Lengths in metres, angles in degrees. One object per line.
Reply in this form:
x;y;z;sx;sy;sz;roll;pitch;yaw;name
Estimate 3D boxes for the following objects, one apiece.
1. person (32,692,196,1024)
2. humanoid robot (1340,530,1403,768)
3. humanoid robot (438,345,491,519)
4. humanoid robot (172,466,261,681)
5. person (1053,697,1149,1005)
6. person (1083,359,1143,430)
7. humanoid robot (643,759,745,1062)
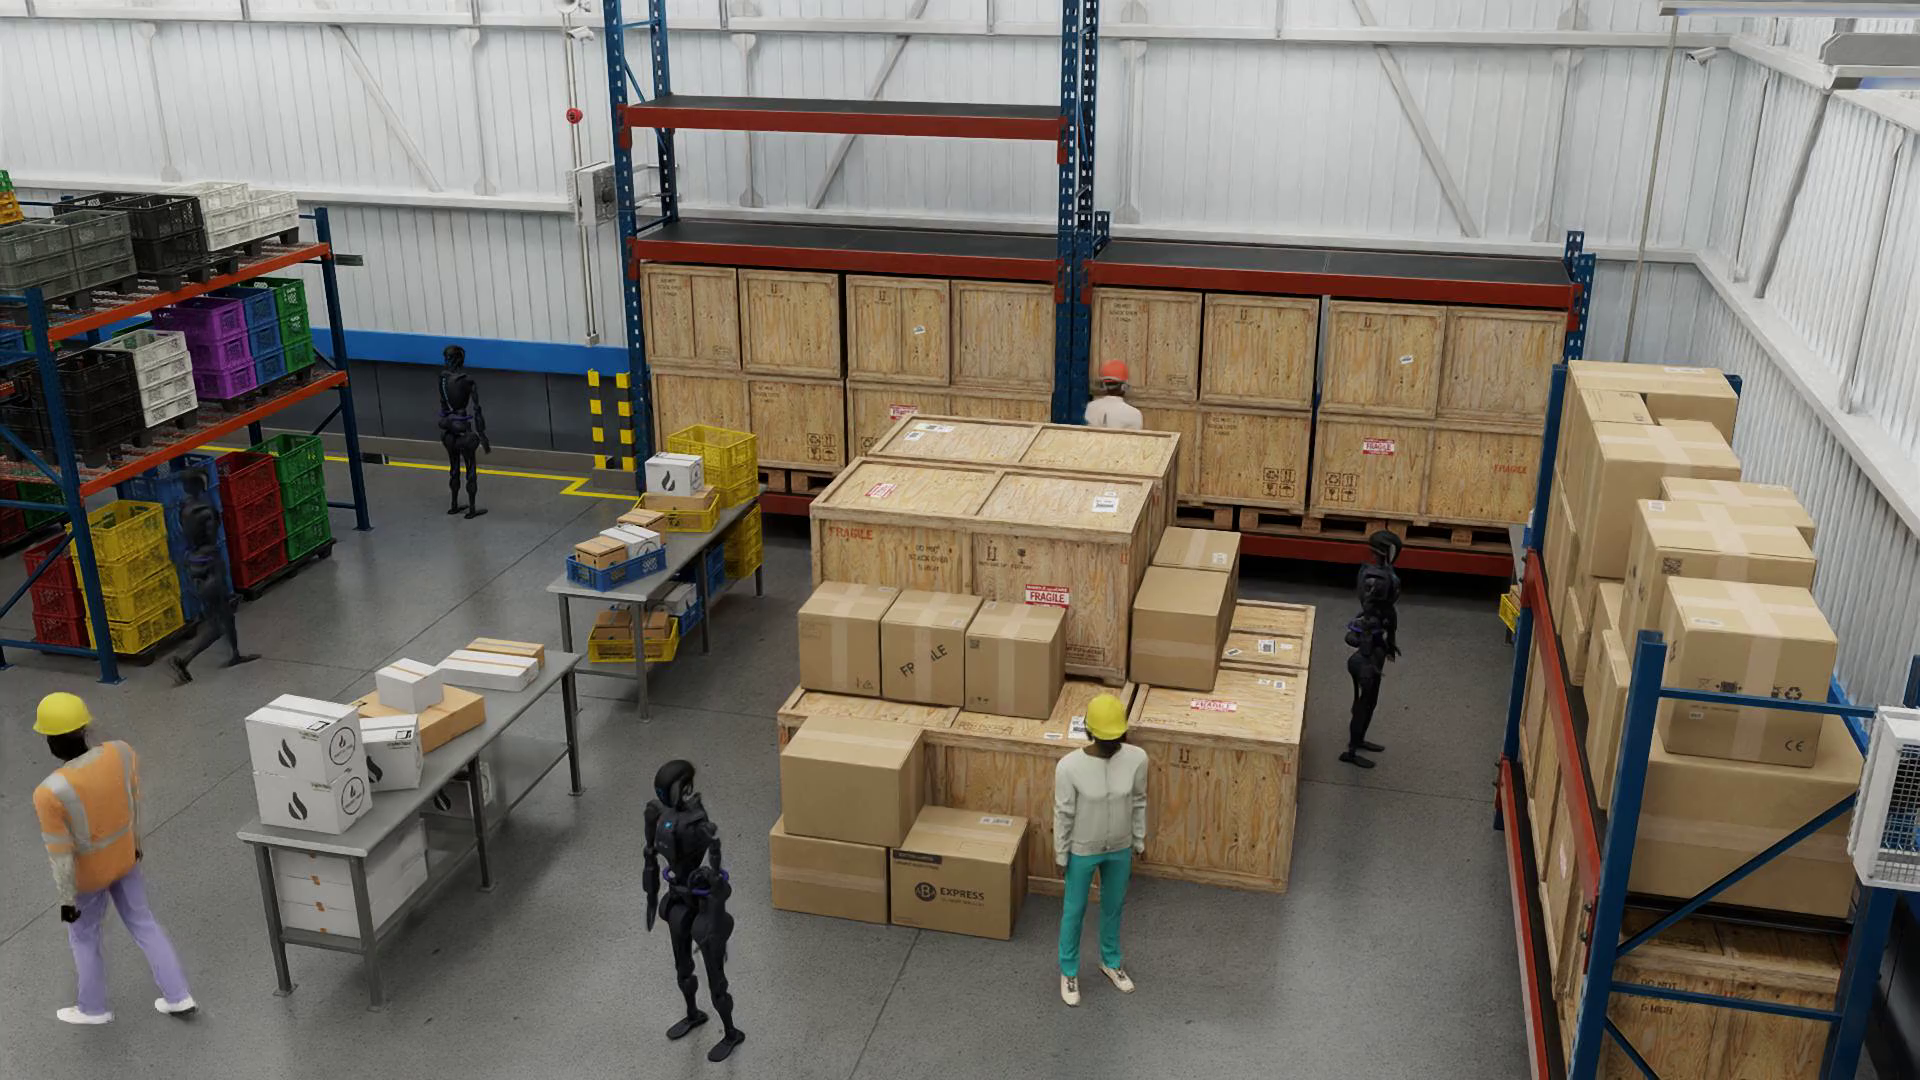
-4.383;1.643;8.474;0.607;1.926;0.592;8;22;19;person
2.782;0.718;11.197;0.312;1.654;0.584;12;24;29;humanoid robot
-4.734;-1.039;15.794;0.565;1.653;0.344;14;25;33;humanoid robot
-5.690;0.238;12.475;0.605;1.643;0.578;-16;26;-36;humanoid robot
0.741;1.618;8.722;0.541;1.761;0.350;-7;22;-18;person
1.337;-0.561;14.125;0.650;1.970;0.470;17;27;38;person
-1.344;1.830;8.285;0.569;1.648;0.355;15;25;34;humanoid robot
